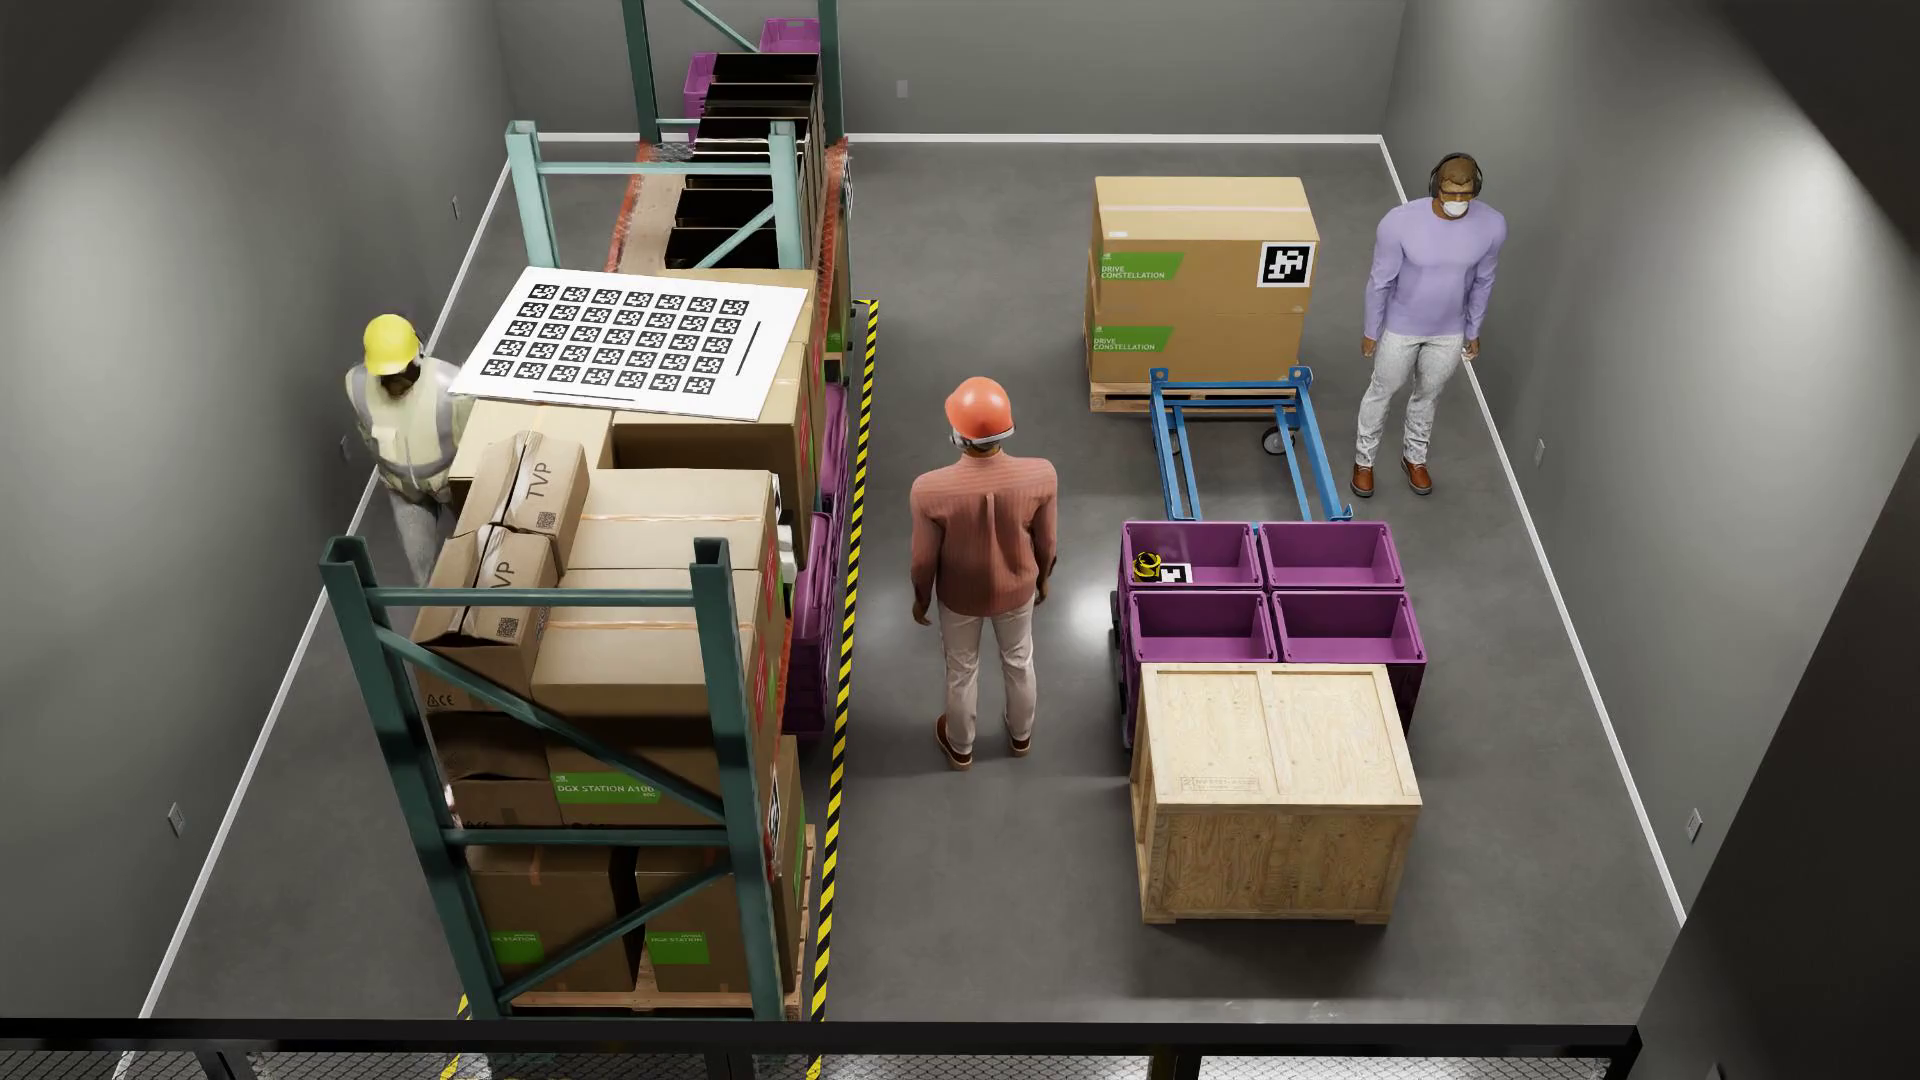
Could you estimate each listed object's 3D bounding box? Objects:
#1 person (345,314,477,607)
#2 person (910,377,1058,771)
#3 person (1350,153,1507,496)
[{"bbox_3d":[-2.408,-0.367,7.658,0.604,1.782,0.953,-1,41,-2],"label":"person"},{"bbox_3d":[0.094,0.171,6.875,0.612,1.997,0.379,-8,42,-9],"label":"person"},{"bbox_3d":[2.316,-1.060,8.323,0.633,1.939,0.368,-2,41,-2],"label":"person"}]
